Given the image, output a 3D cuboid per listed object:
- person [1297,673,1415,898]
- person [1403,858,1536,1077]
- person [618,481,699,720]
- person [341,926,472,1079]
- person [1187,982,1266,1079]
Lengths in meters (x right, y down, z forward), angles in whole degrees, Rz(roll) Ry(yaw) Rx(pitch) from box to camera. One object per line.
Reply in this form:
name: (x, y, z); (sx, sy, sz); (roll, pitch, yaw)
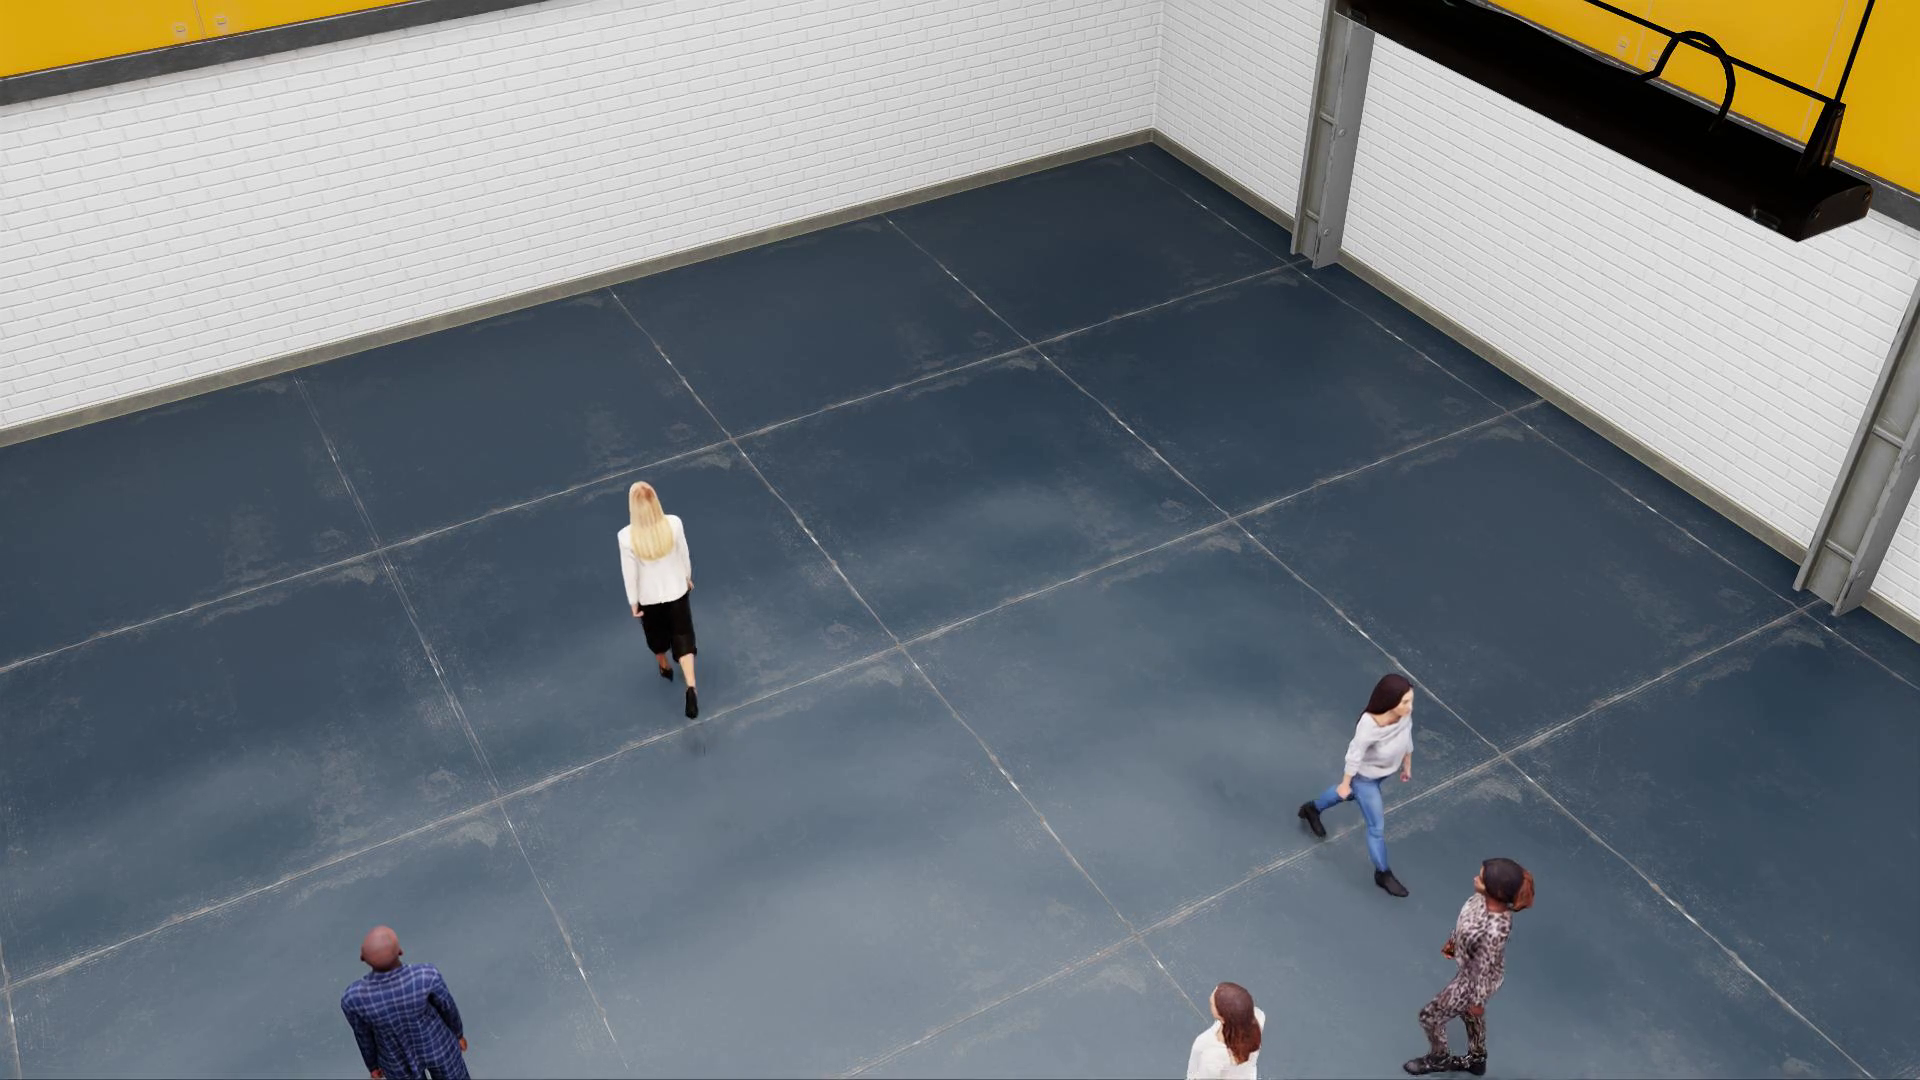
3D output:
person: (2.404, 1.378, 10.042); (0.759, 1.584, 1.149); (-29, 47, -31)
person: (2.807, 2.314, 8.778); (0.828, 1.698, 0.768); (10, 40, 12)
person: (-1.948, 0.425, 11.035); (0.753, 1.835, 1.107); (-13, 40, -16)
person: (-2.734, 2.555, 8.381); (0.687, 1.819, 0.642); (-14, 41, -17)
person: (1.348, 2.762, 8.232); (0.834, 1.682, 0.739); (31, 48, 33)
